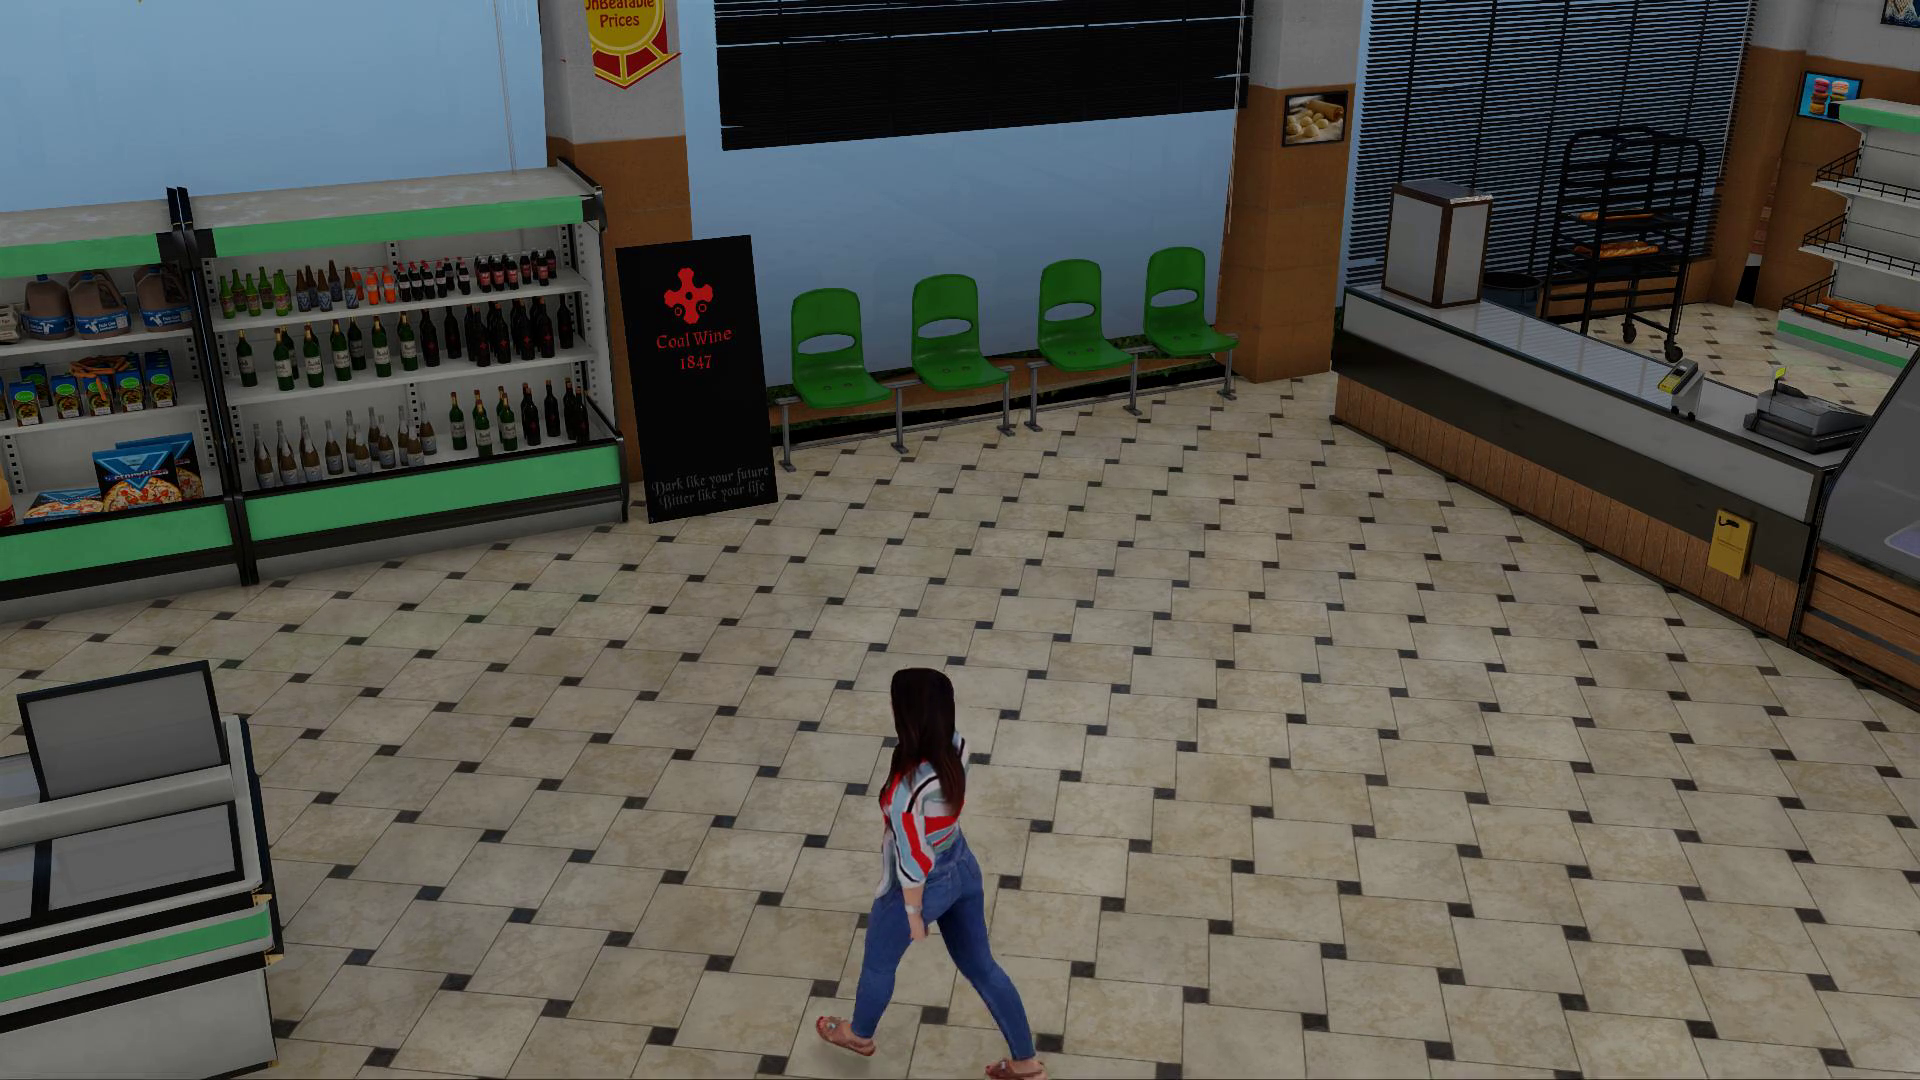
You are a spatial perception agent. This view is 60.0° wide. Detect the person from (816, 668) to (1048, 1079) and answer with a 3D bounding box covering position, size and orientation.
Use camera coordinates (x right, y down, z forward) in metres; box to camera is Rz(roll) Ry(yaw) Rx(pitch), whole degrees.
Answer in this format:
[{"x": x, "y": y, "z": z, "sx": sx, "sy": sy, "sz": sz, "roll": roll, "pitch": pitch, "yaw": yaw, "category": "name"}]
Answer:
[{"x": -0.014, "y": 1.163, "z": 5.504, "sx": 1.055, "sy": 1.573, "sz": 1.112, "roll": 14, "pitch": 27, "yaw": 28, "category": "person"}]
